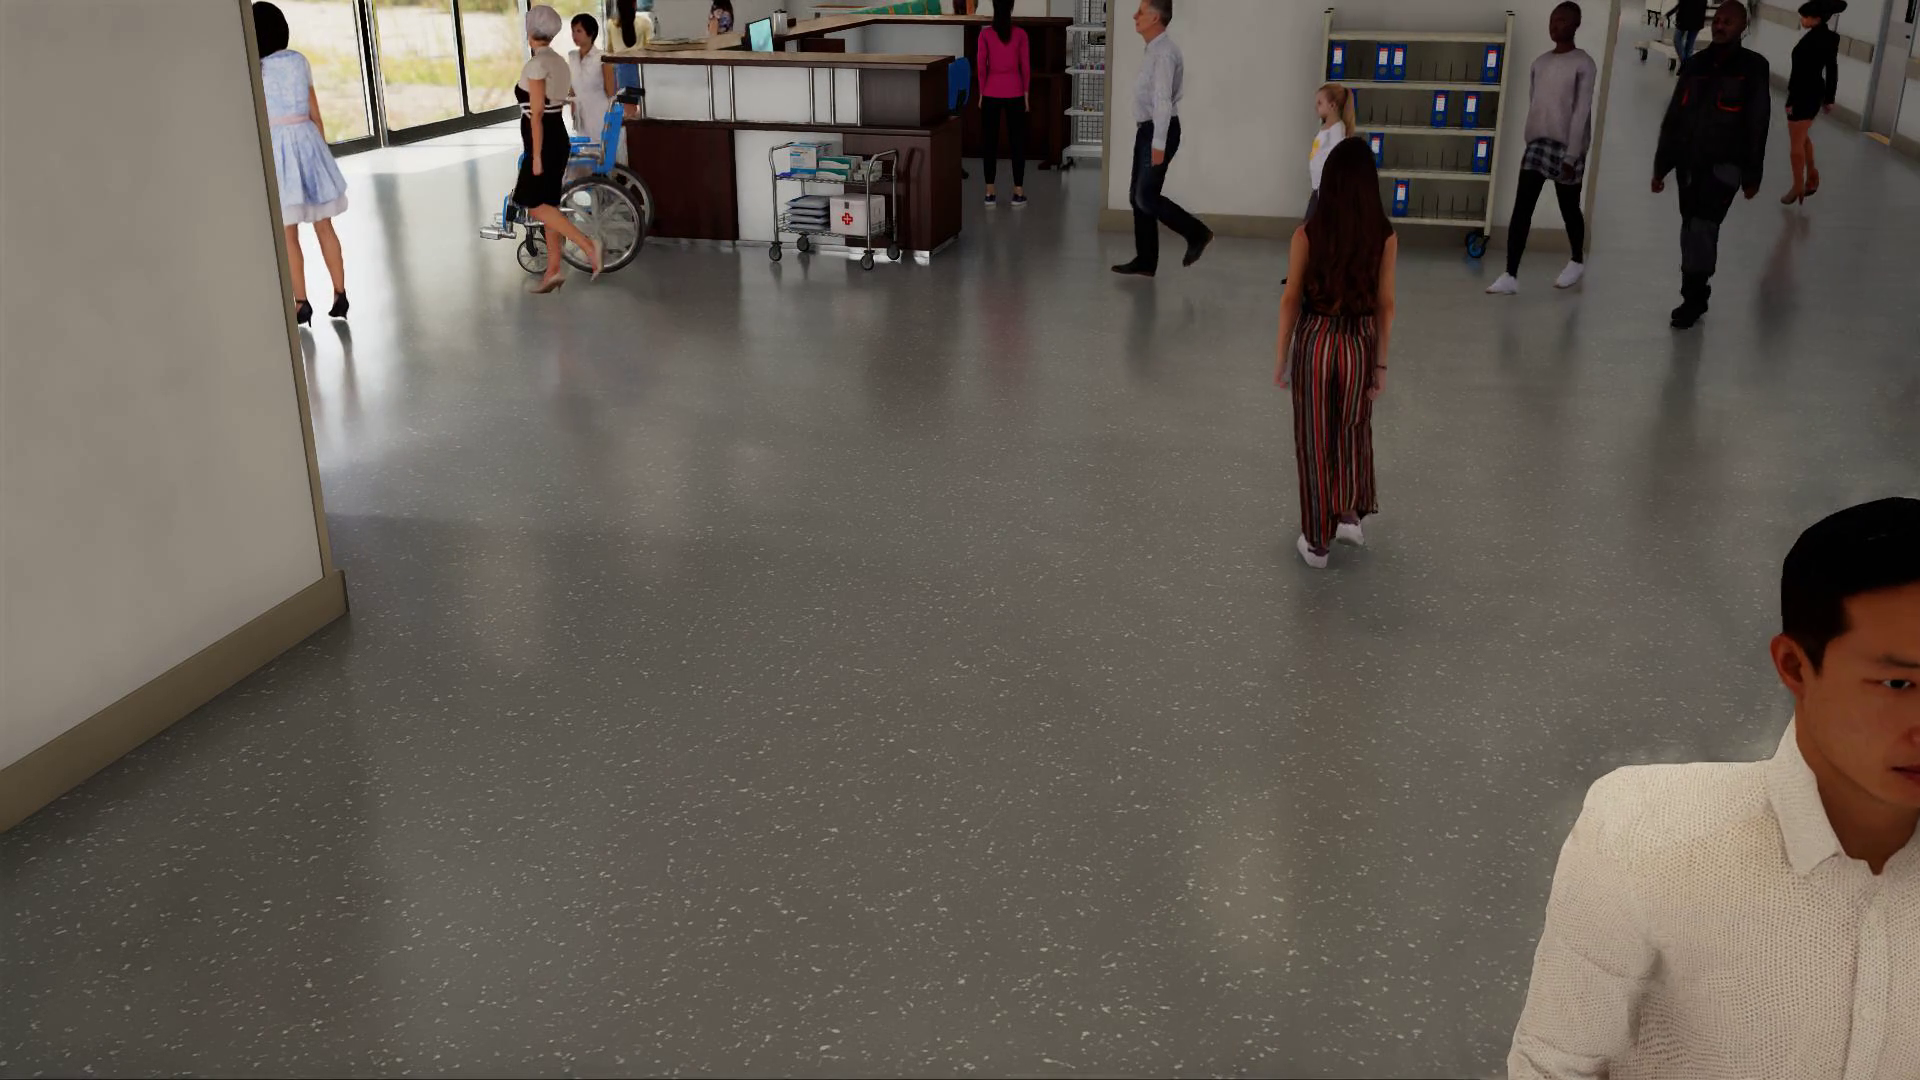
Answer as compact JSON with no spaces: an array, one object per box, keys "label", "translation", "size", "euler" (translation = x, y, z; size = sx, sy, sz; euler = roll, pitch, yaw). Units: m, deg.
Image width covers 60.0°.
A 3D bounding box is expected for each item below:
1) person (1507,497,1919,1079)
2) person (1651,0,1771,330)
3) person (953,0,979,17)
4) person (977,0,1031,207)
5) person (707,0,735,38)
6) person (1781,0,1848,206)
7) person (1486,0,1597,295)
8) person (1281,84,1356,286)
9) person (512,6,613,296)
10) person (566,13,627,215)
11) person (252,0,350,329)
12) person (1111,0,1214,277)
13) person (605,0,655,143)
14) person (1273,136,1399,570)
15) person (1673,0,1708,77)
[{"label":"person","translation":[0.830,0.783,1.869],"size":[1.172,1.765,0.973],"euler":[0,21,-1]},{"label":"person","translation":[4.386,-2.173,9.614],"size":[0.981,1.808,0.922],"euler":[-16,26,-35]},{"label":"person","translation":[-0.028,-5.318,17.894],"size":[0.794,1.825,0.730],"euler":[-14,25,-32]},{"label":"person","translation":[0.350,-3.589,13.507],"size":[0.551,1.698,0.681],"euler":[1,21,4]},{"label":"person","translation":[-2.210,-4.578,16.092],"size":[0.687,1.718,0.652],"euler":[2,21,6]},{"label":"person","translation":[6.851,-3.476,13.322],"size":[0.698,1.618,0.763],"euler":[-9,23,-23]},{"label":"person","translation":[3.729,-2.372,10.240],"size":[1.111,1.738,1.162],"euler":[-16,26,-36]},{"label":"person","translation":[2.389,-2.215,10.499],"size":[0.905,1.260,0.687],"euler":[-3,21,-7]},{"label":"person","translation":[-2.440,-2.356,10.214],"size":[0.850,1.726,0.676],"euler":[2,21,5]},{"label":"person","translation":[-2.801,-3.286,12.940],"size":[0.917,1.535,0.703],"euler":[9,23,23]},{"label":"person","translation":[-3.772,-2.094,9.408],"size":[0.867,1.807,0.914],"euler":[-16,26,-36]},{"label":"person","translation":[1.335,-2.573,10.678],"size":[0.975,1.802,0.820],"euler":[-1,21,-2]},{"label":"person","translation":[-3.008,-4.171,15.211],"size":[1.107,1.580,0.898],"euler":[1,21,2]},{"label":"person","translation":[1.341,-0.630,5.900],"size":[0.637,1.554,0.687],"euler":[0,21,0]},{"label":"person","translation":[10.501,-7.462,23.839],"size":[0.704,1.624,0.771],"euler":[0,21,-1]}]
